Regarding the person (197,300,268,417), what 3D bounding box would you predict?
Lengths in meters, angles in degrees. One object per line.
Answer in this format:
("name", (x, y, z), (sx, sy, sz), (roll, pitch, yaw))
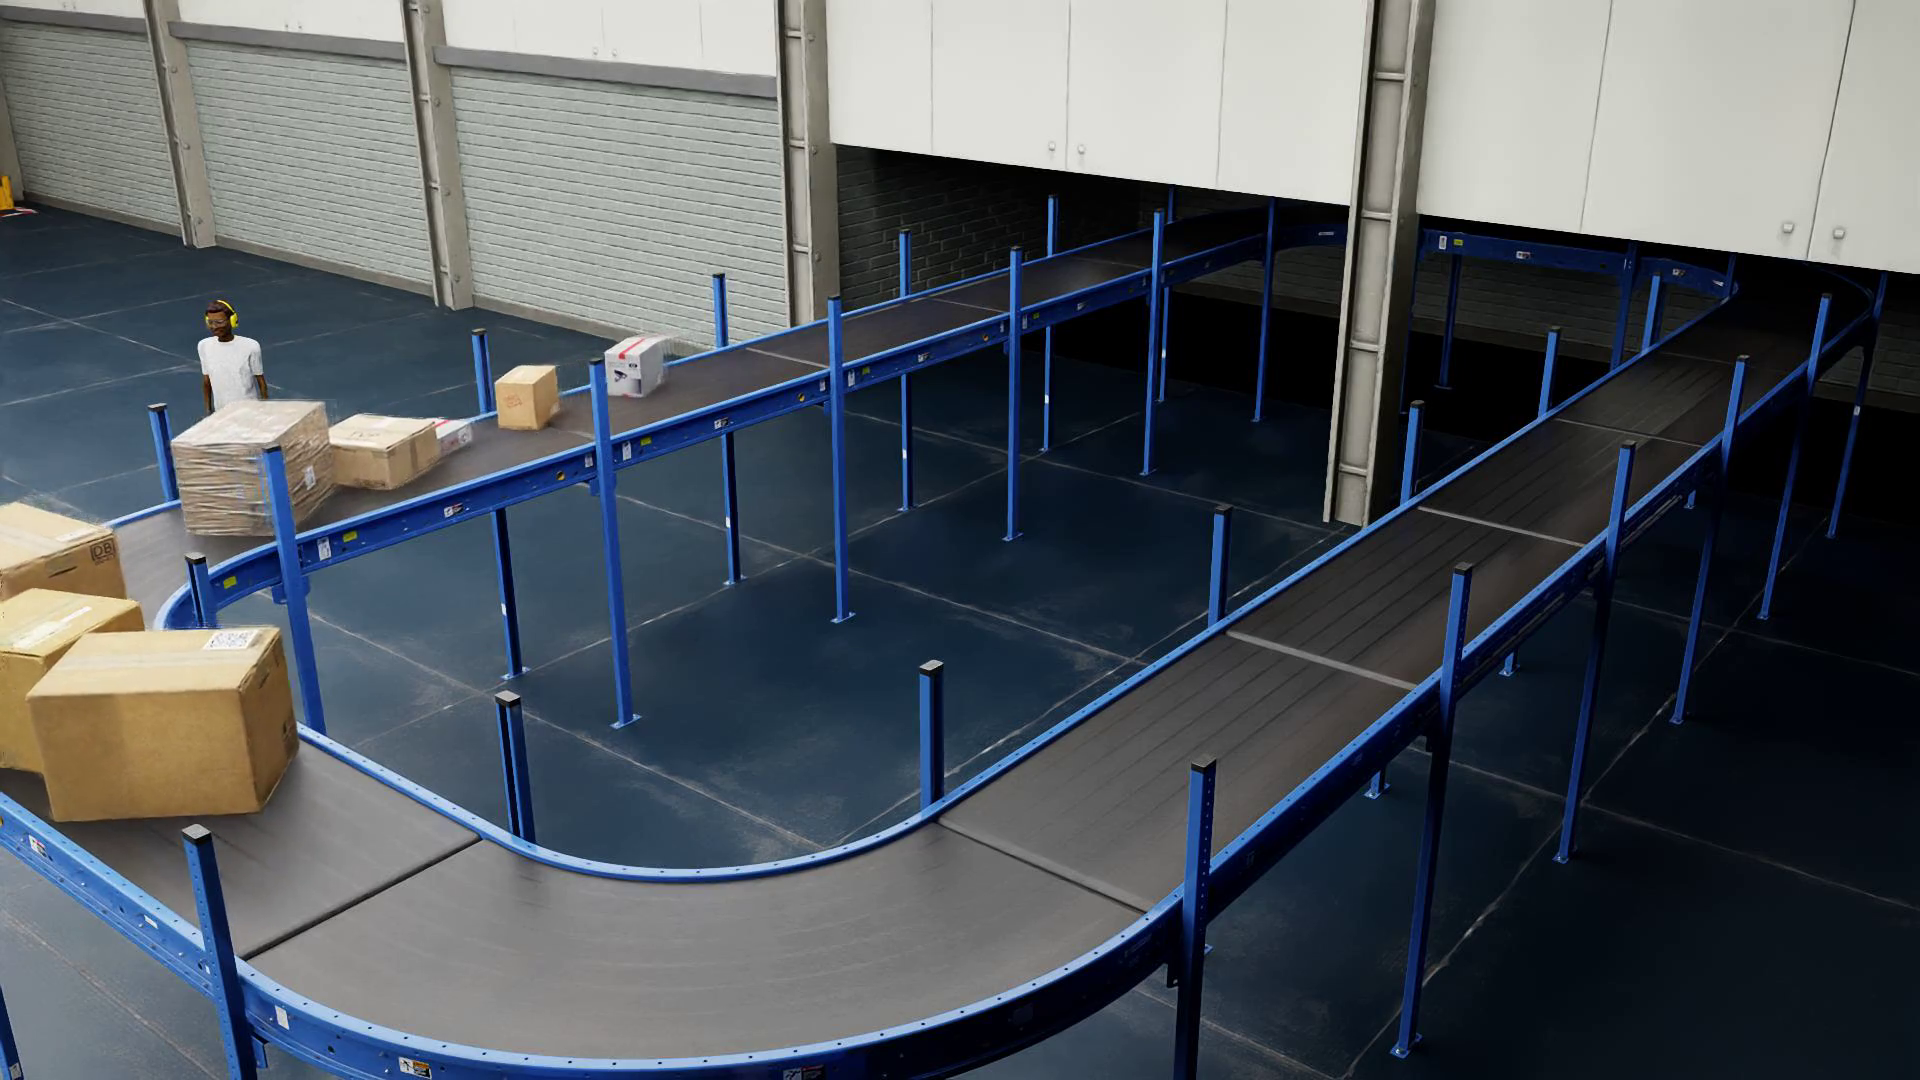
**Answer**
("person", (-5.701, -0.976, 13.120), (0.516, 1.872, 0.327), (-1, 22, -3))
